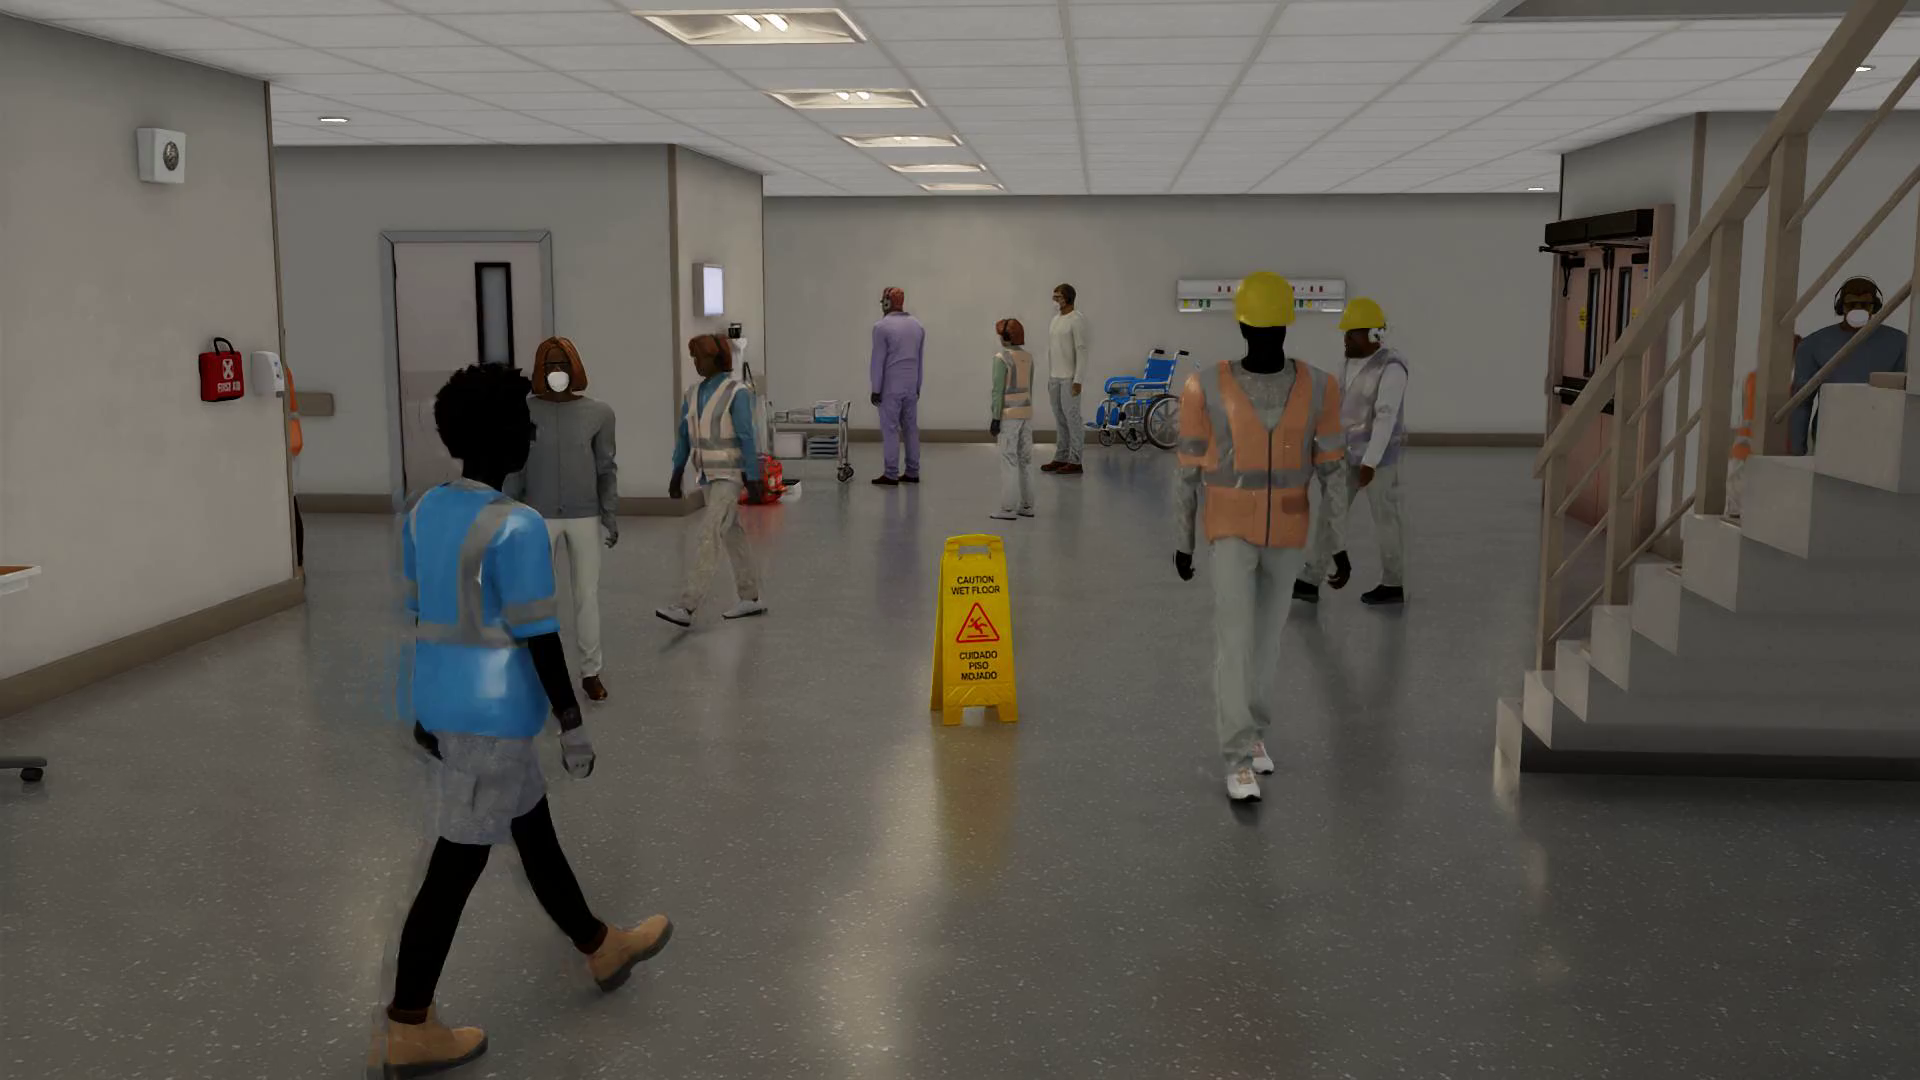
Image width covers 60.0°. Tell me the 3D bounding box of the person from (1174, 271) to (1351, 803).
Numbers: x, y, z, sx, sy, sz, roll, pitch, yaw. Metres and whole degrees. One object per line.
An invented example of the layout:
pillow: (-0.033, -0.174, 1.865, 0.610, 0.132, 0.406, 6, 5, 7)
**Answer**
person: (1.110, -0.013, 6.049, 0.594, 1.886, 0.895, -1, 8, -6)

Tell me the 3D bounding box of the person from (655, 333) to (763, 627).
person: (-1.406, -0.323, 9.129, 0.830, 1.593, 0.546, -8, 11, -43)

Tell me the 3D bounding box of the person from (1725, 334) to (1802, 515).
person: (5.001, -0.480, 10.251, 0.755, 1.589, 0.497, -4, 9, -24)

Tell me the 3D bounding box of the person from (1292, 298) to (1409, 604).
person: (2.254, -0.493, 9.631, 0.880, 1.789, 0.601, -3, 9, -22)

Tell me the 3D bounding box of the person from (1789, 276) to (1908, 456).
person: (5.104, -0.542, 9.551, 0.634, 1.928, 0.382, 3, 9, 19)

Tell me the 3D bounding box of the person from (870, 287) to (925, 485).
person: (-0.630, -1.479, 16.026, 0.397, 1.900, 0.647, 8, 11, 43)

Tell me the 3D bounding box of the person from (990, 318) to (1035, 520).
person: (0.433, -0.979, 13.516, 0.318, 1.629, 0.509, 6, 10, 34)

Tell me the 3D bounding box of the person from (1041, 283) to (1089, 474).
person: (1.075, -1.641, 16.965, 0.362, 1.939, 0.635, -4, 9, -26)

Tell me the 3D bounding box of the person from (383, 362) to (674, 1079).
person: (-1.058, 0.404, 4.005, 0.850, 1.648, 0.550, -7, 11, -40)

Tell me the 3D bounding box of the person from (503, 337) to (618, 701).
person: (-1.770, -0.083, 7.408, 0.497, 1.633, 0.283, -3, 9, -17)
